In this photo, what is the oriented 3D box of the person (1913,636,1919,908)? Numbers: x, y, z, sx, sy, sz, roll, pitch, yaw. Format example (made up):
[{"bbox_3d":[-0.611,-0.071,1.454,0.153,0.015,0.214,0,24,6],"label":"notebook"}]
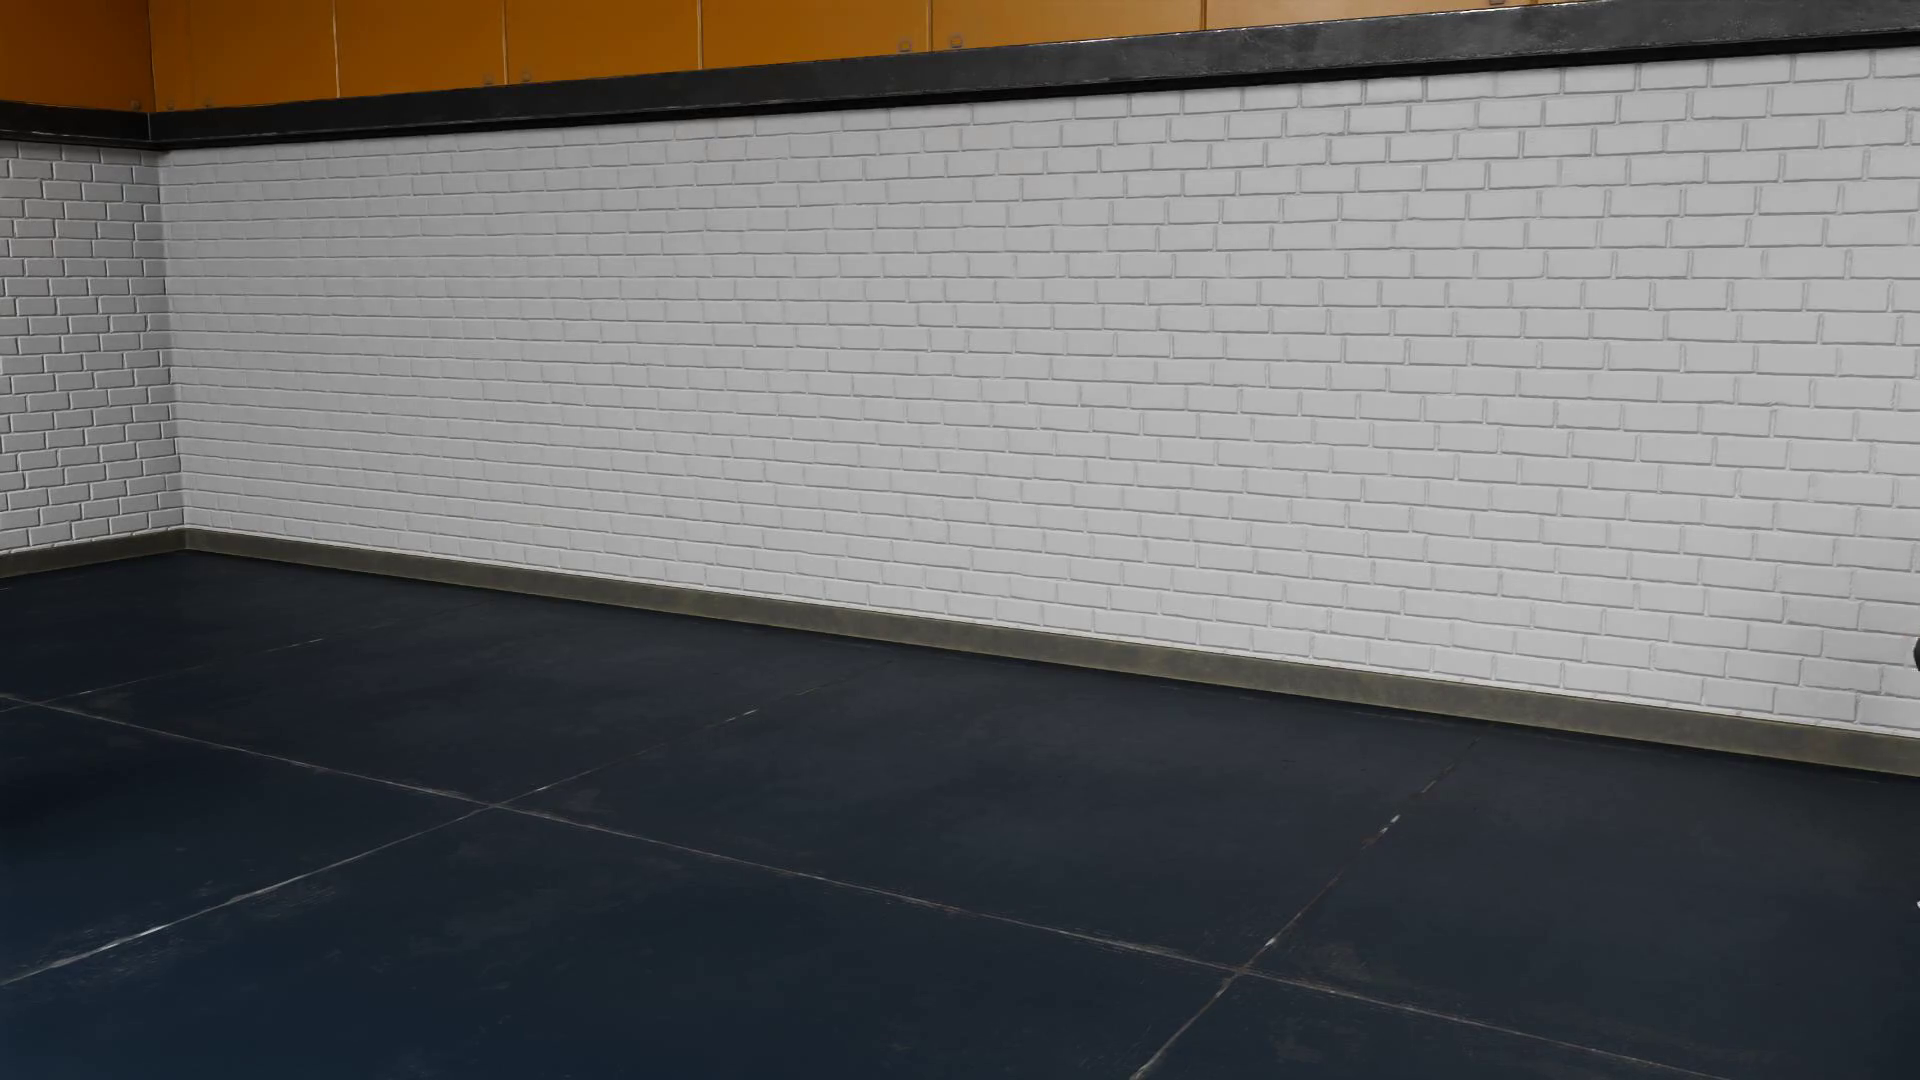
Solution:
[{"bbox_3d":[3.105,0.328,4.839,0.504,1.872,0.720,-2,9,-14],"label":"person"}]
